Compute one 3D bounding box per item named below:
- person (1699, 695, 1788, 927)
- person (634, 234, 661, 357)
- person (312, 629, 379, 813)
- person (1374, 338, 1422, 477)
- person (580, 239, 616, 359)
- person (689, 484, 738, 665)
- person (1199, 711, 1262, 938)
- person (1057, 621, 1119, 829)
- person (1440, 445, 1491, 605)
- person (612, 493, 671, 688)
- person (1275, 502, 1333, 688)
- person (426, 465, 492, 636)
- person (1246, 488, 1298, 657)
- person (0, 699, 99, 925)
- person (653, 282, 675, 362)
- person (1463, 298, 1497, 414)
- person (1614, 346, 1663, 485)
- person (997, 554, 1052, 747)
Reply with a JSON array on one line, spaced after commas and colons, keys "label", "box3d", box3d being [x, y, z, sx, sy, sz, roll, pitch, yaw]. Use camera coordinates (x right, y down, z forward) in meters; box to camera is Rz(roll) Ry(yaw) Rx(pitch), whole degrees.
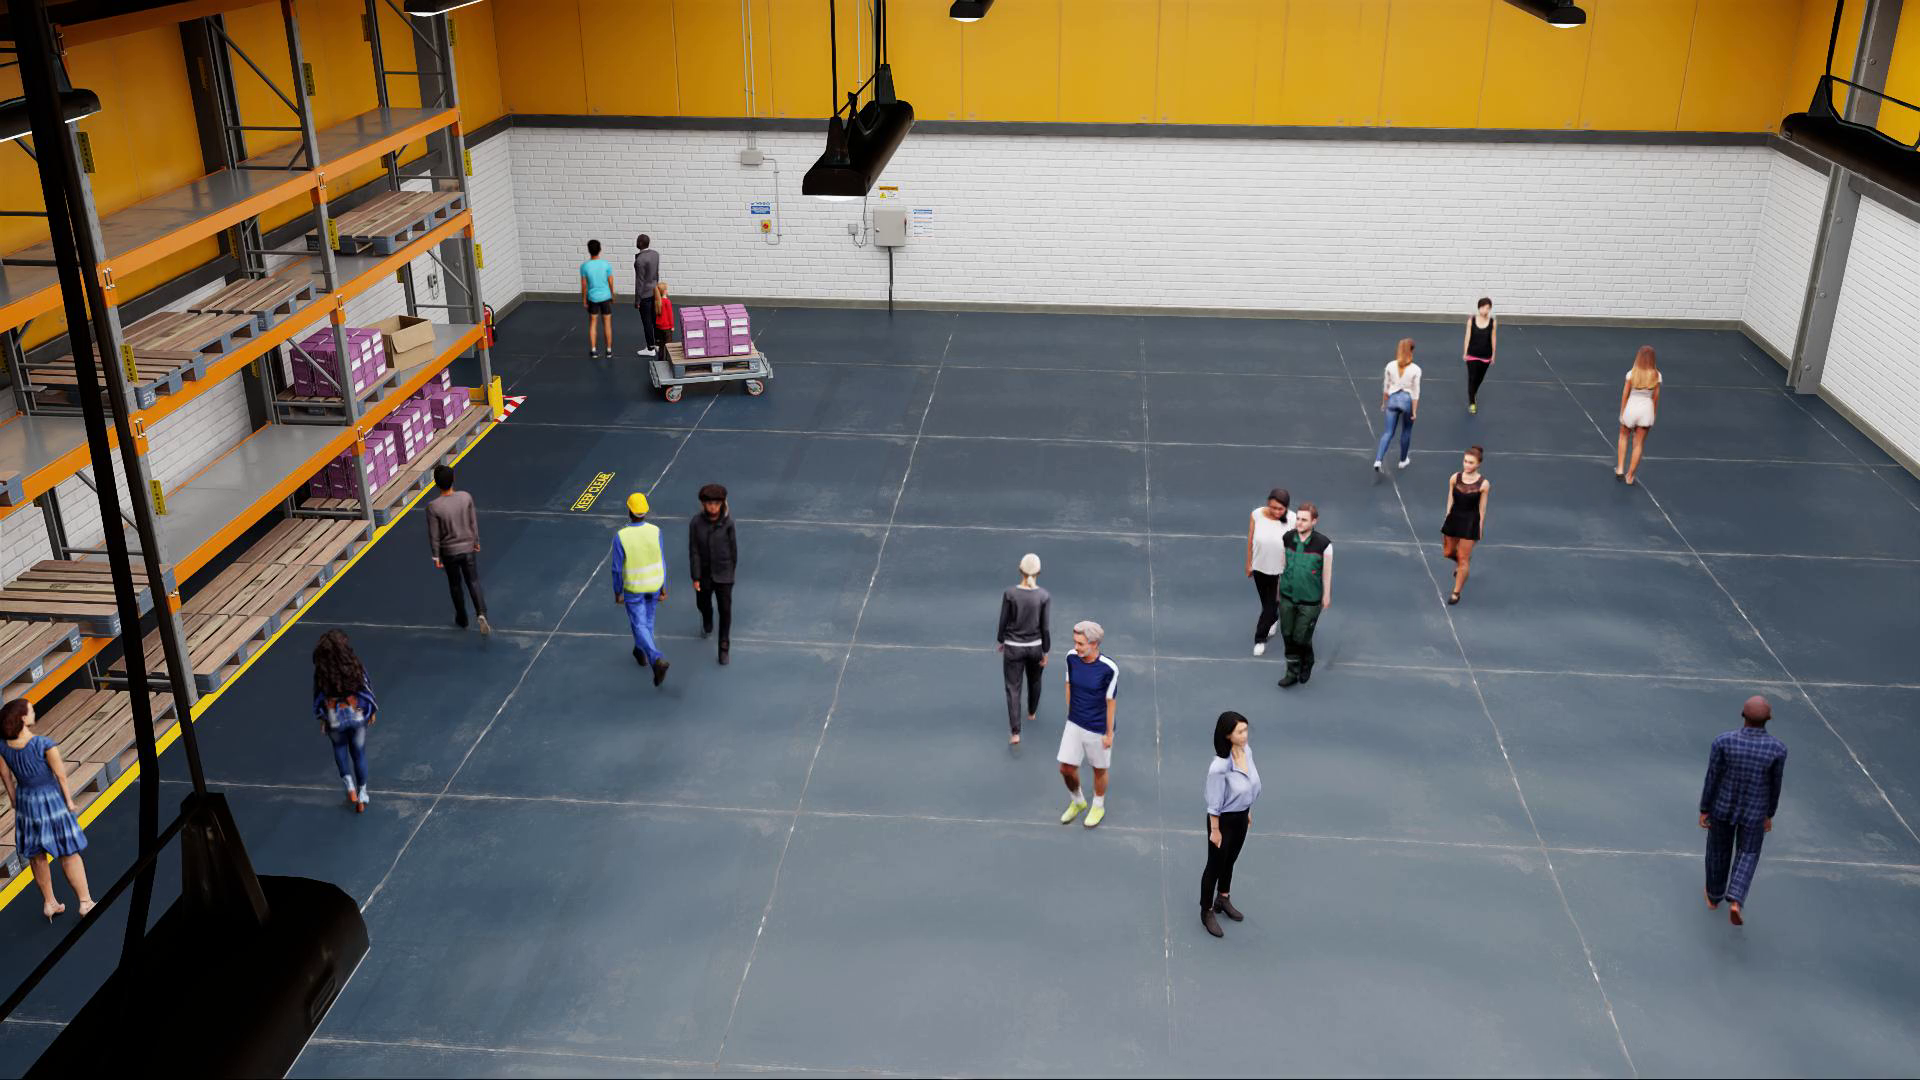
[{"label": "person", "box3d": [5.603, 1.964, 11.926, 0.811, 1.806, 0.987, 9, 25, 19]}, {"label": "person", "box3d": [-4.643, -3.658, 24.773, 0.843, 1.818, 0.660, 10, 25, 21]}, {"label": "person", "box3d": [-4.916, 1.472, 13.294, 0.719, 1.611, 0.722, -6, 24, -13]}, {"label": "person", "box3d": [5.301, -1.578, 20.173, 0.938, 1.691, 1.175, 14, 27, 29]}, {"label": "person", "box3d": [-5.318, -3.555, 24.597, 0.690, 1.771, 0.680, -5, 24, -11]}, {"label": "person", "box3d": [-2.363, 0.269, 15.860, 0.755, 1.761, 1.084, -4, 24, -9]}, {"label": "person", "box3d": [1.914, 2.008, 11.904, 0.794, 1.743, 0.707, 21, 31, 39]}, {"label": "person", "box3d": [1.073, 1.423, 13.153, 0.762, 1.814, 0.782, 12, 26, 26]}, {"label": "person", "box3d": [5.192, -0.183, 17.016, 0.804, 1.664, 0.927, 16, 28, 33]}, {"label": "person", "box3d": [-2.910, 0.470, 15.373, 1.085, 1.782, 1.236, -14, 27, -30]}, {"label": "person", "box3d": [3.170, 0.494, 15.256, 0.800, 1.832, 0.846, 17, 29, 35]}, {"label": "person", "box3d": [-4.858, 0.131, 16.184, 0.983, 1.754, 1.079, -10, 25, -21]}, {"label": "person", "box3d": [3.038, 0.235, 16.084, 0.940, 1.644, 1.171, 12, 26, 25]}, {"label": "person", "box3d": [-6.580, 1.953, 11.949, 0.671, 1.808, 0.578, 1, 24, 1]}, {"label": "person", "box3d": [-4.298, -3.118, 24.206, 0.569, 1.282, 0.622, 22, 32, 40]}, {"label": "person", "box3d": [7.054, -2.538, 22.594, 0.573, 1.511, 1.010, 3, 24, 7]}, {"label": "person", "box3d": [8.129, -1.470, 19.949, 0.673, 1.673, 0.767, 9, 25, 20]}, {"label": "person", "box3d": [0.547, 0.956, 14.363, 0.686, 1.701, 1.091, -1, 24, -2]}]
